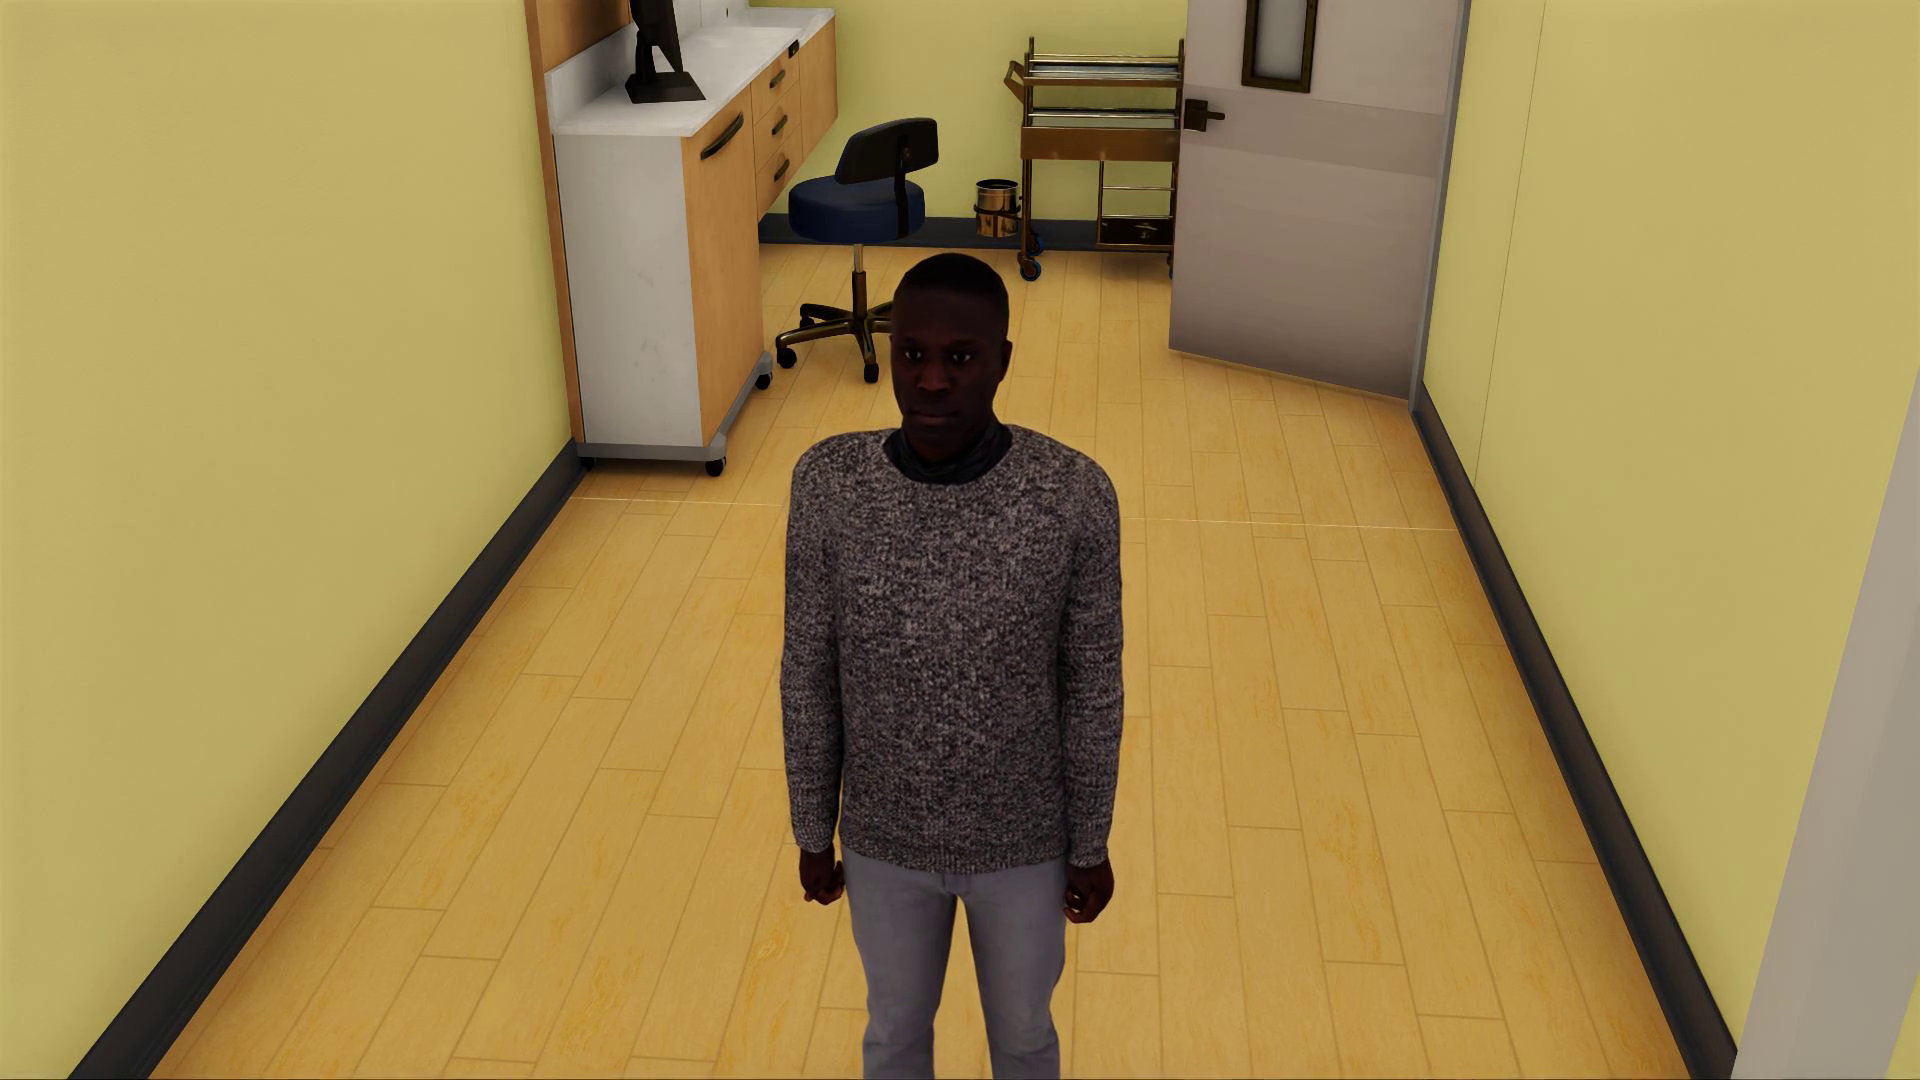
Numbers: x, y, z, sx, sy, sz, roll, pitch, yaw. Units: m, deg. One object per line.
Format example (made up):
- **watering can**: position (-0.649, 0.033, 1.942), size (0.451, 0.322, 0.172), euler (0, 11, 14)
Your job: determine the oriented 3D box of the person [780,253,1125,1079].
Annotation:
- **person**: position (0.005, 0.434, 2.621), size (0.455, 1.835, 0.719), euler (2, 26, 5)
